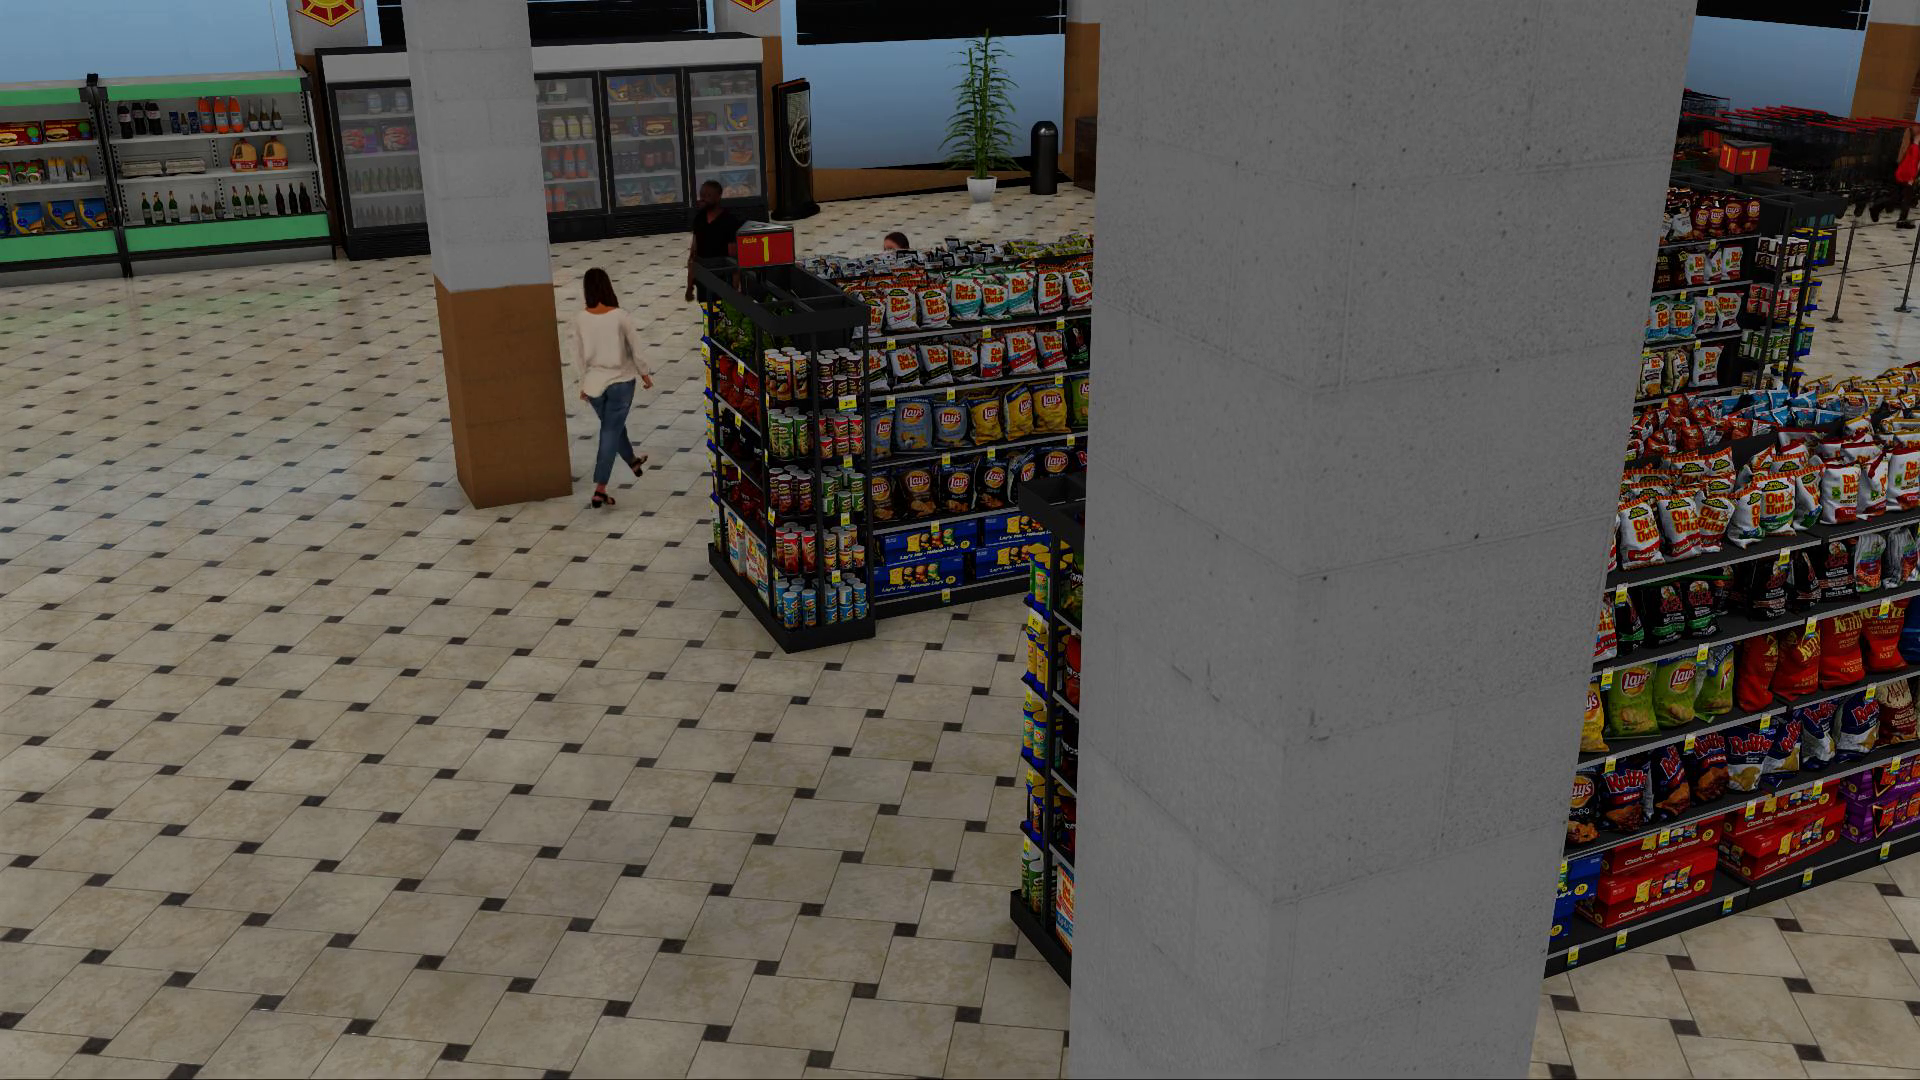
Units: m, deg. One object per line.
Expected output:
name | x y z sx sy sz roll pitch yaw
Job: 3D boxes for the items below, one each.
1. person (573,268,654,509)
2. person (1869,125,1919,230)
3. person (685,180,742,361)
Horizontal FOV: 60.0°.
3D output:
person | -2.473 -1.014 11.557 1.103 1.633 1.136 7 23 17
person | 11.756 -4.524 20.782 0.852 1.268 0.745 4 22 11
person | -2.016 -2.161 14.176 0.782 1.809 0.797 19 28 38
